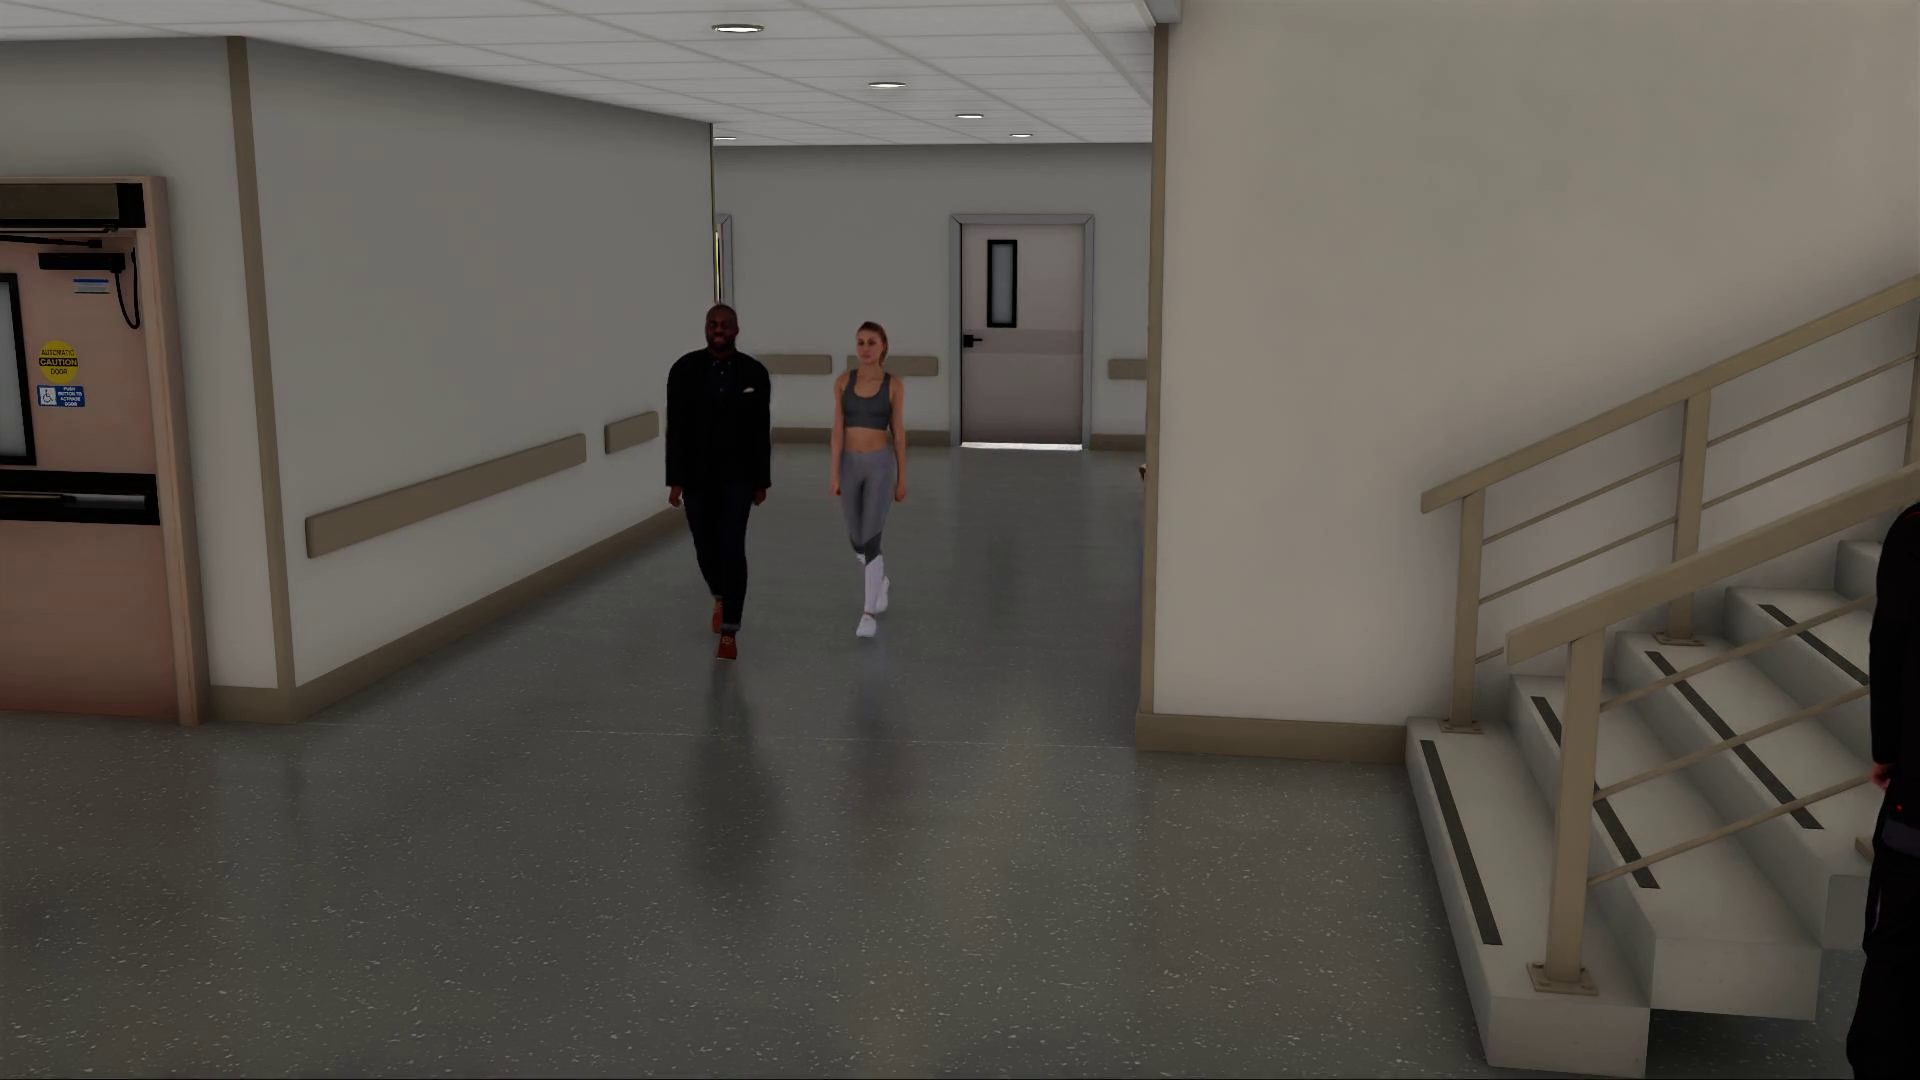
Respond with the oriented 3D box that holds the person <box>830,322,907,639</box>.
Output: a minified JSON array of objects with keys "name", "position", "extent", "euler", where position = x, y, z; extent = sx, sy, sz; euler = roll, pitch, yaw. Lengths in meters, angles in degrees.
[{"name":"person","position":[-0.503,-0.338,9.145],"extent":[1.012,1.672,0.629],"euler":[2,11,13]}]

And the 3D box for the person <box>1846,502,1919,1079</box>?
[{"name":"person","position":[2.350,0.556,3.795],"extent":[0.833,1.911,0.731],"euler":[-10,15,-43]}]

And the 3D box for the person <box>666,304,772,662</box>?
[{"name":"person","position":[-1.262,-0.305,8.686],"extent":[1.181,1.779,0.886],"euler":[0,11,0]}]
